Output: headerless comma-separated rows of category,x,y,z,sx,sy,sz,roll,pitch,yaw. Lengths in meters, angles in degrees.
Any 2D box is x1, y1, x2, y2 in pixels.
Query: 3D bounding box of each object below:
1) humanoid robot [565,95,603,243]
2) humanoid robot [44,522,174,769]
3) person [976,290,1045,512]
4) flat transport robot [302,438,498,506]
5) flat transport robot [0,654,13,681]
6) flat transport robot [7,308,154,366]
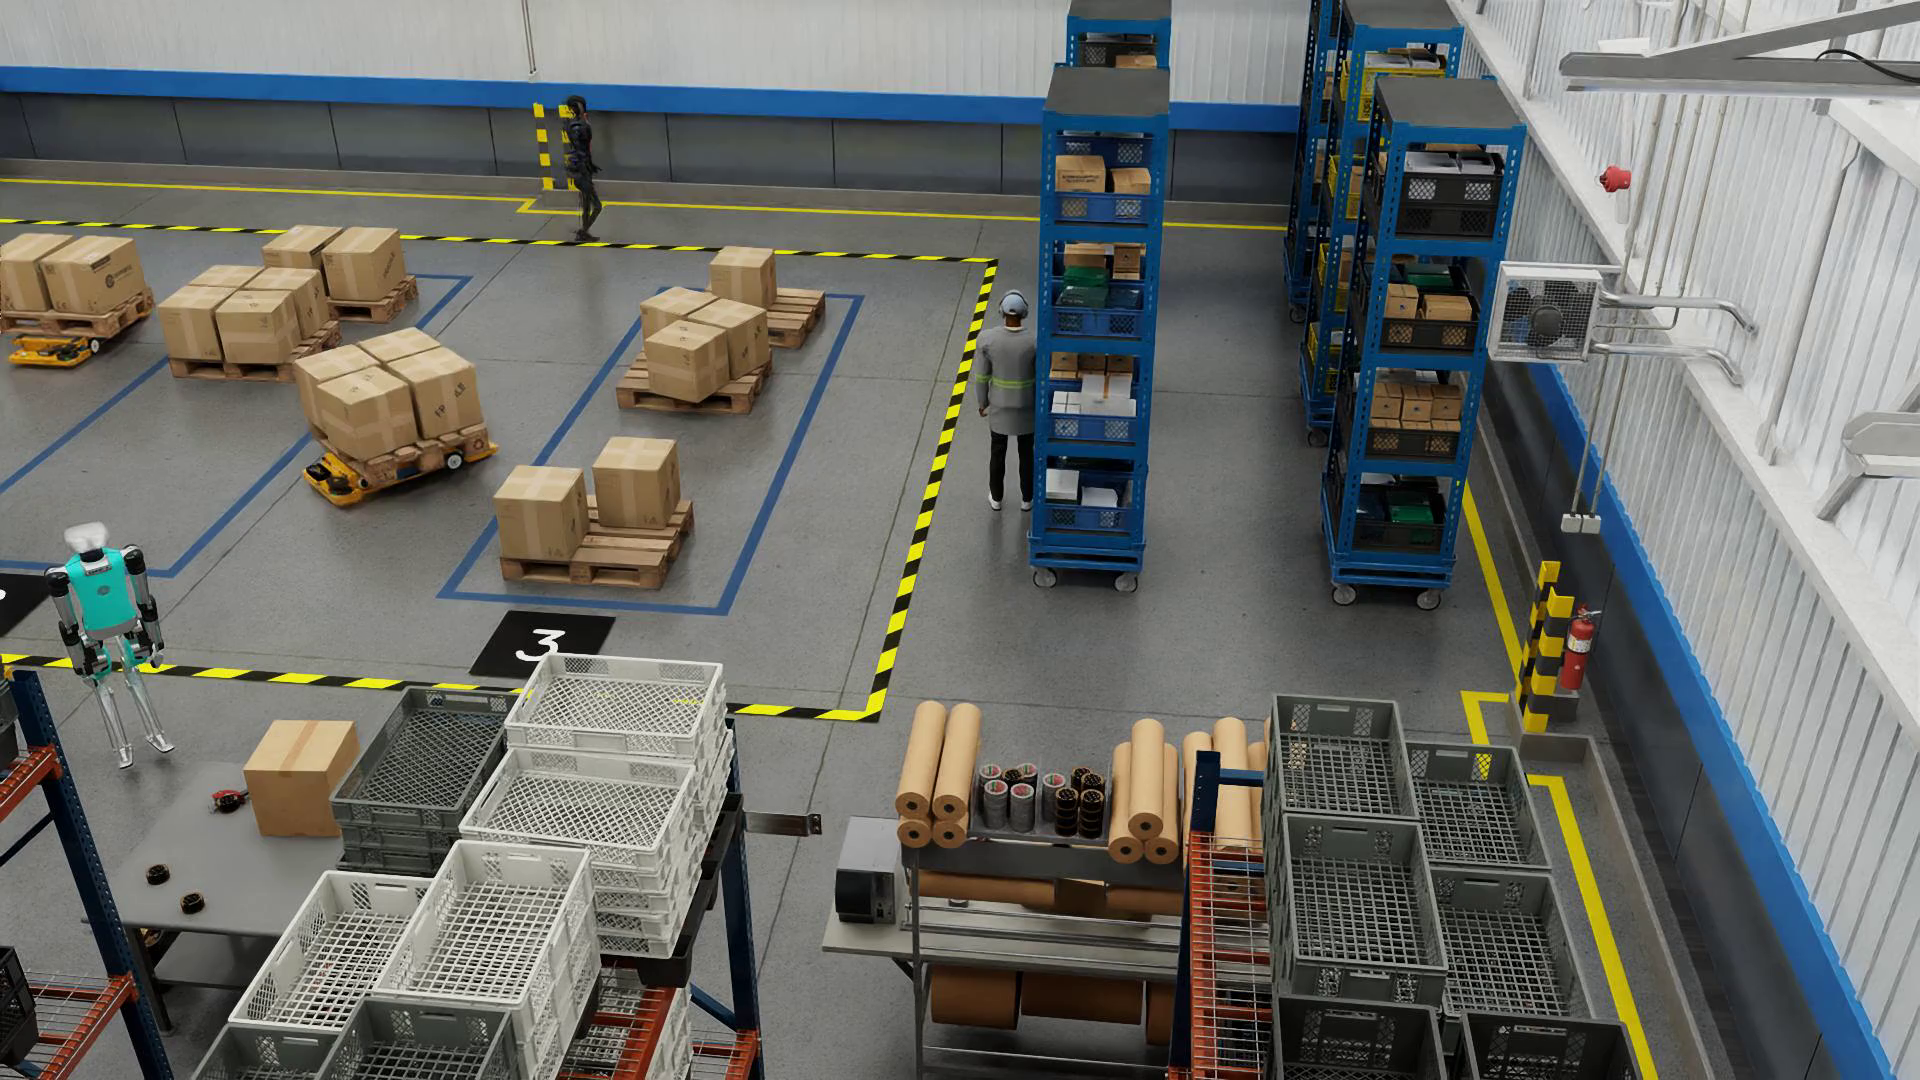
humanoid robot,-4.137,-4.075,18.277,0.375,1.649,0.599,-2,30,-4
humanoid robot,-5.168,0.571,10.102,0.533,1.674,0.735,-21,36,-32
person,0.416,-1.082,12.957,0.588,1.852,0.375,3,30,5
flat transport robot,-4.662,-0.707,13.860,1.431,0.197,0.652,-24,38,-35
flat transport robot,-7.142,0.969,11.010,1.431,0.231,0.659,3,30,6
flat transport robot,-8.569,-2.079,16.217,0.652,0.197,1.431,3,30,6
